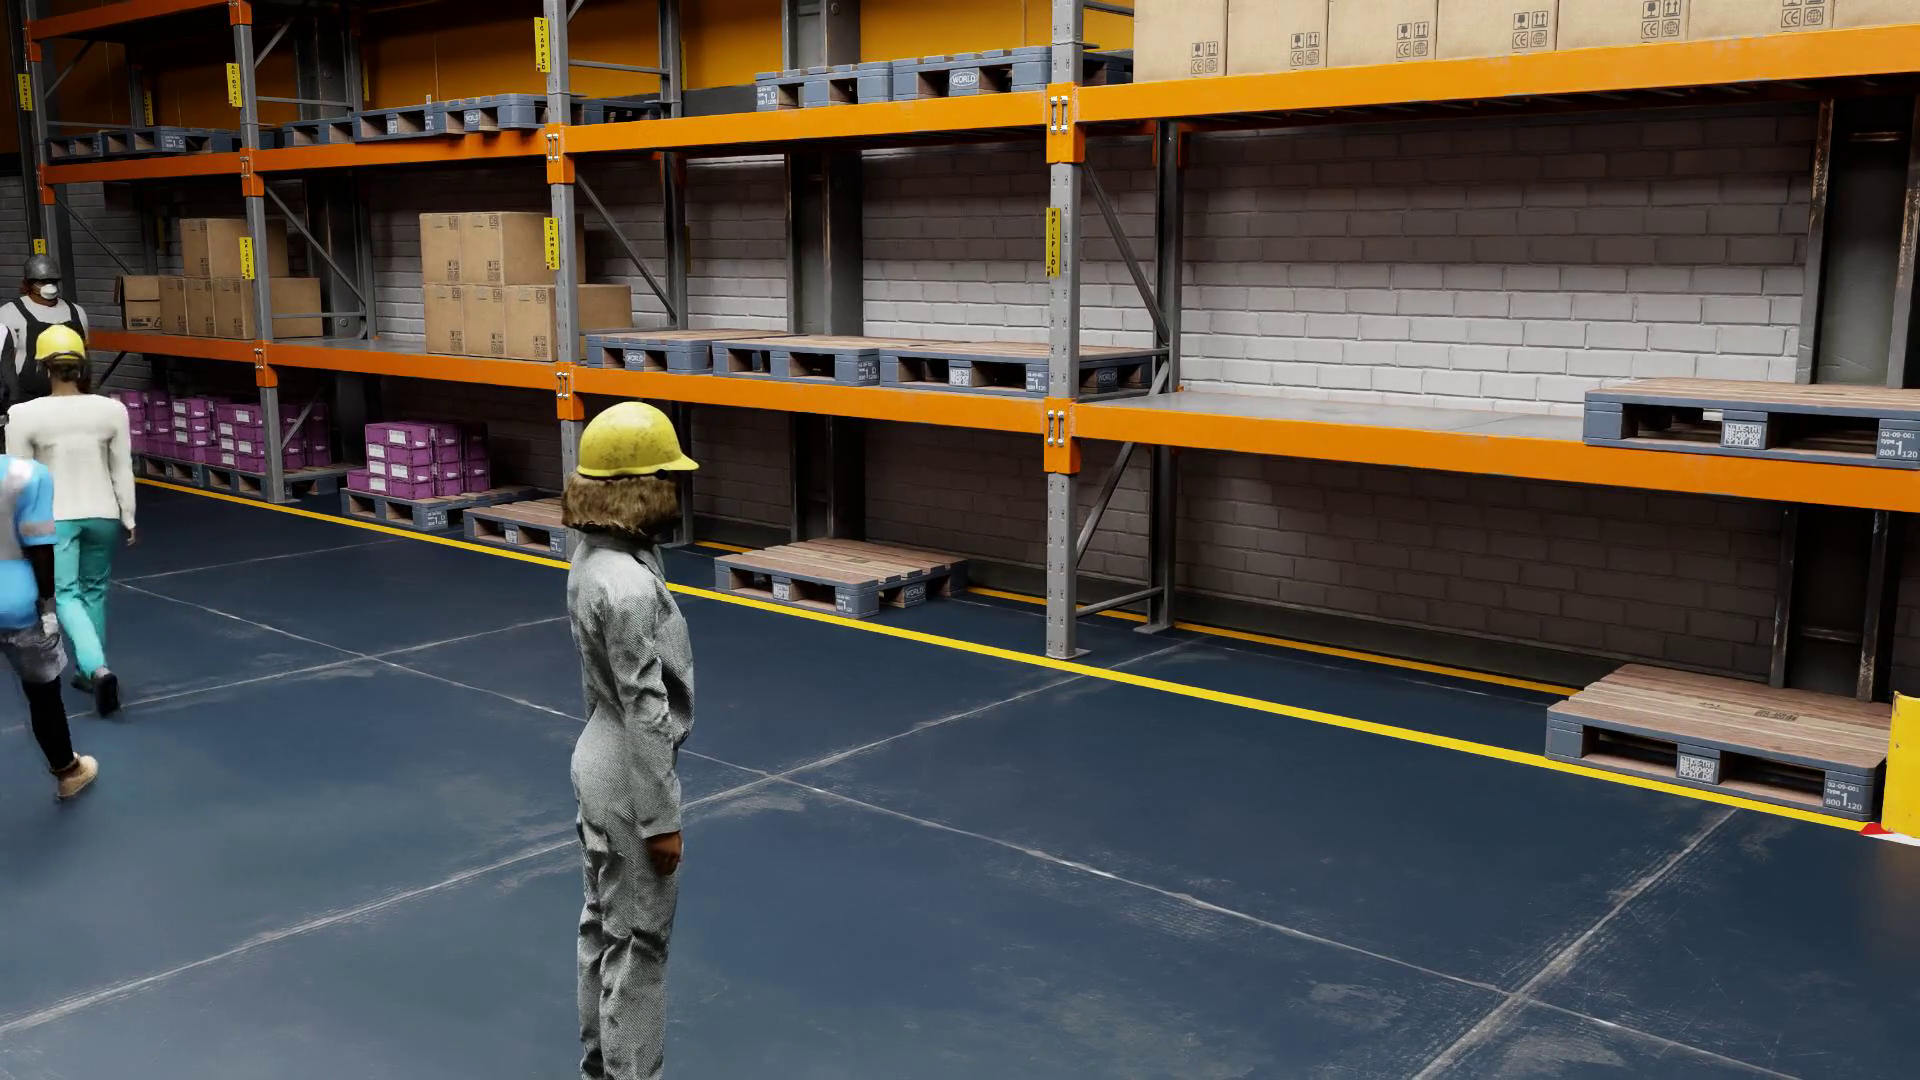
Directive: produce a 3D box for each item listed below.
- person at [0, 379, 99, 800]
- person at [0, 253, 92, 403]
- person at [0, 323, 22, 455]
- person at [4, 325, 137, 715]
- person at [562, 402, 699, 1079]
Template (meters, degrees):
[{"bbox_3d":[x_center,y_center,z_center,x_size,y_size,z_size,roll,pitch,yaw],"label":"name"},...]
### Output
[{"bbox_3d":[-3.434,0.232,5.892,0.540,1.648,0.892,-1,10,-6],"label":"person"},{"bbox_3d":[-6.767,-1.115,12.432,0.536,2.000,0.682,7,12,34],"label":"person"},{"bbox_3d":[-6.463,-0.779,10.883,0.587,1.914,0.392,-5,11,-24],"label":"person"},{"bbox_3d":[-3.979,-0.098,7.507,0.807,1.740,0.524,9,14,43],"label":"person"},{"bbox_3d":[-0.715,0.561,3.734,0.295,1.744,0.487,-4,11,-23],"label":"person"}]
